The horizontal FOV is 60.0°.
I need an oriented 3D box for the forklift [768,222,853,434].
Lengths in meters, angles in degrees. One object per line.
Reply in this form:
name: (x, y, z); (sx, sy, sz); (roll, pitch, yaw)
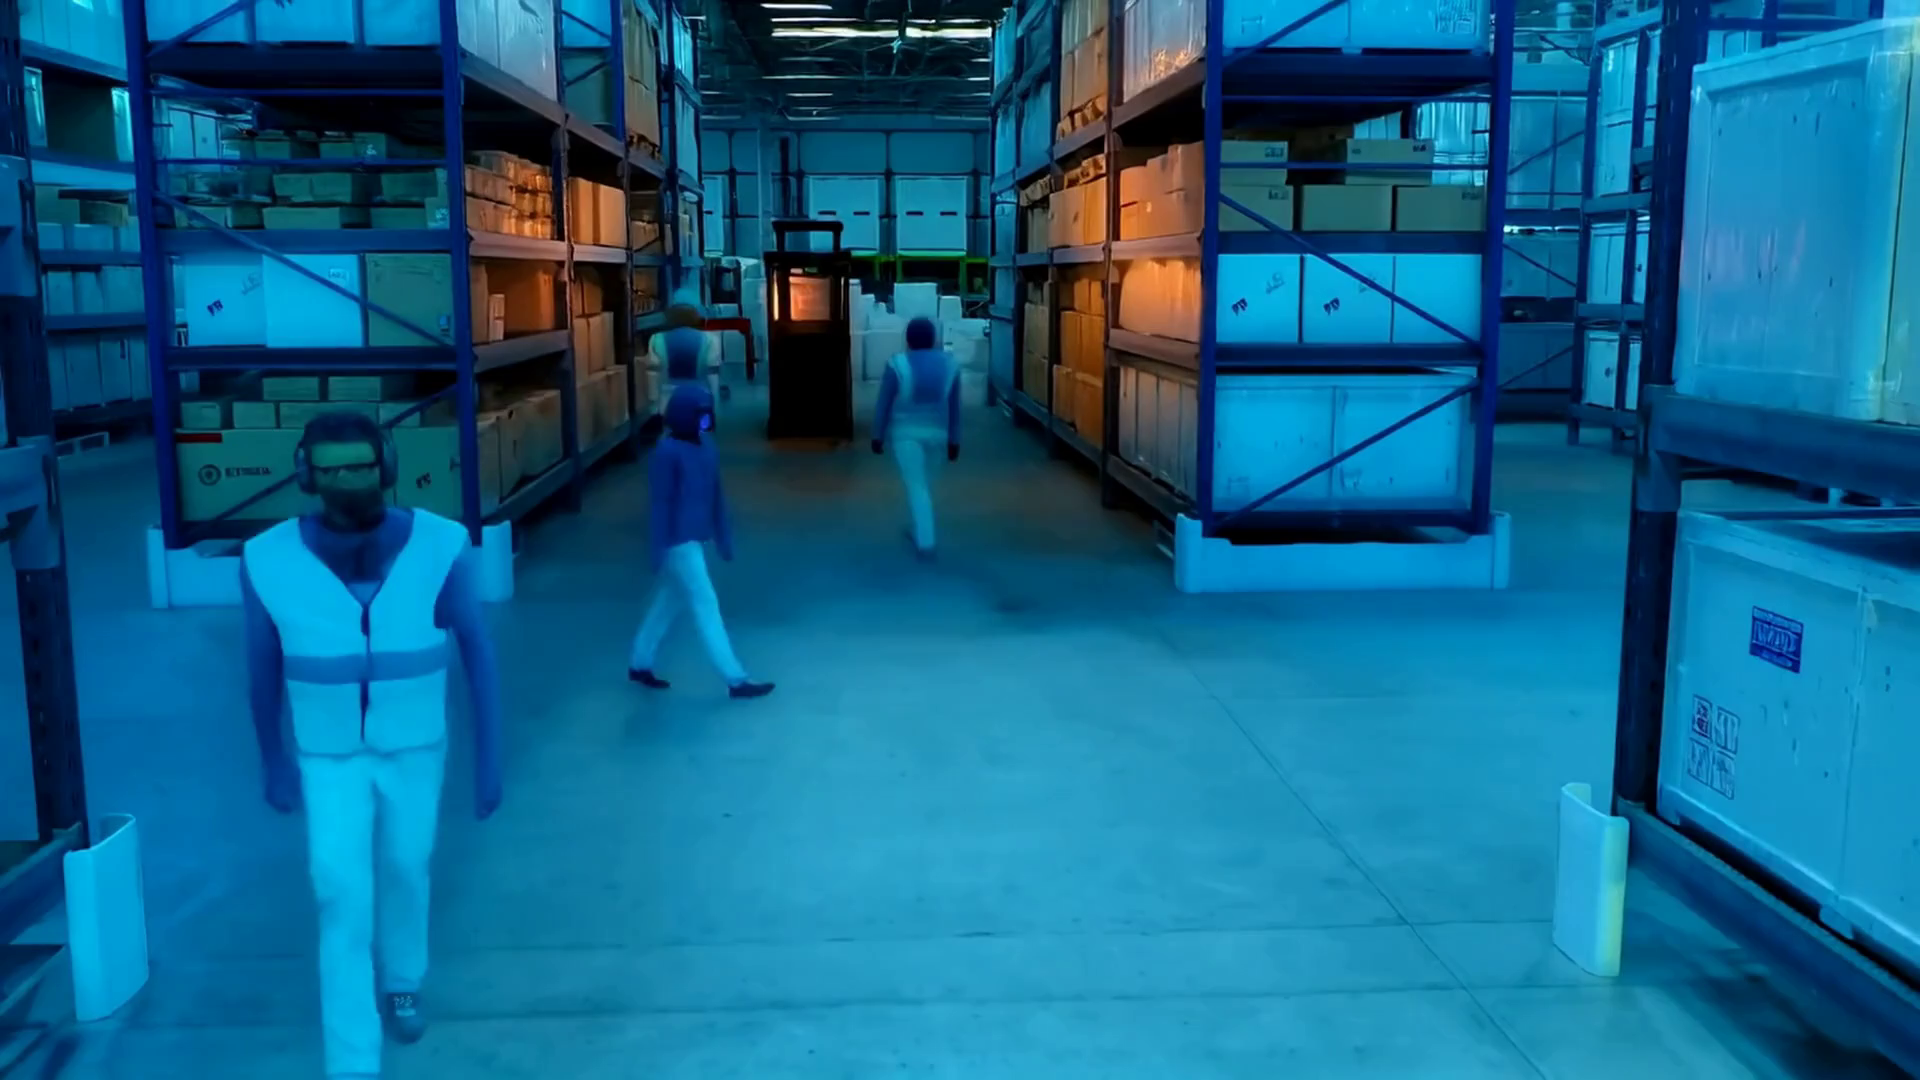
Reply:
forklift: (-2.034, -2.903, 22.556); (1.129, 2.768, 1.873); (-1, 9, -4)

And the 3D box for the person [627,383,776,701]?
person: (-1.336, 0.007, 8.317); (0.880, 1.584, 0.514); (3, 10, 19)

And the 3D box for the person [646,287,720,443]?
person: (-2.322, -1.105, 13.962); (0.618, 2.020, 0.736); (-1, 9, -7)

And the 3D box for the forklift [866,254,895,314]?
forklift: (-2.650, -8.203, 55.838); (1.129, 2.768, 1.873); (-5, 10, -30)

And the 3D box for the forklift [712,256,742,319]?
forklift: (-8.488, -8.990, 60.777); (1.129, 2.768, 1.873); (-1, 9, -4)

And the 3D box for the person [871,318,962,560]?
person: (-0.351, -0.783, 12.645); (0.624, 1.791, 0.954); (-5, 10, -28)

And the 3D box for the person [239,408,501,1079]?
person: (-1.514, 0.551, 4.292); (0.576, 1.789, 0.969); (-4, 10, -24)

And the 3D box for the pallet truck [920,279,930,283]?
pallet truck: (-0.932, -8.922, 63.114); (1.885, 1.965, 0.823); (2, 9, 13)
